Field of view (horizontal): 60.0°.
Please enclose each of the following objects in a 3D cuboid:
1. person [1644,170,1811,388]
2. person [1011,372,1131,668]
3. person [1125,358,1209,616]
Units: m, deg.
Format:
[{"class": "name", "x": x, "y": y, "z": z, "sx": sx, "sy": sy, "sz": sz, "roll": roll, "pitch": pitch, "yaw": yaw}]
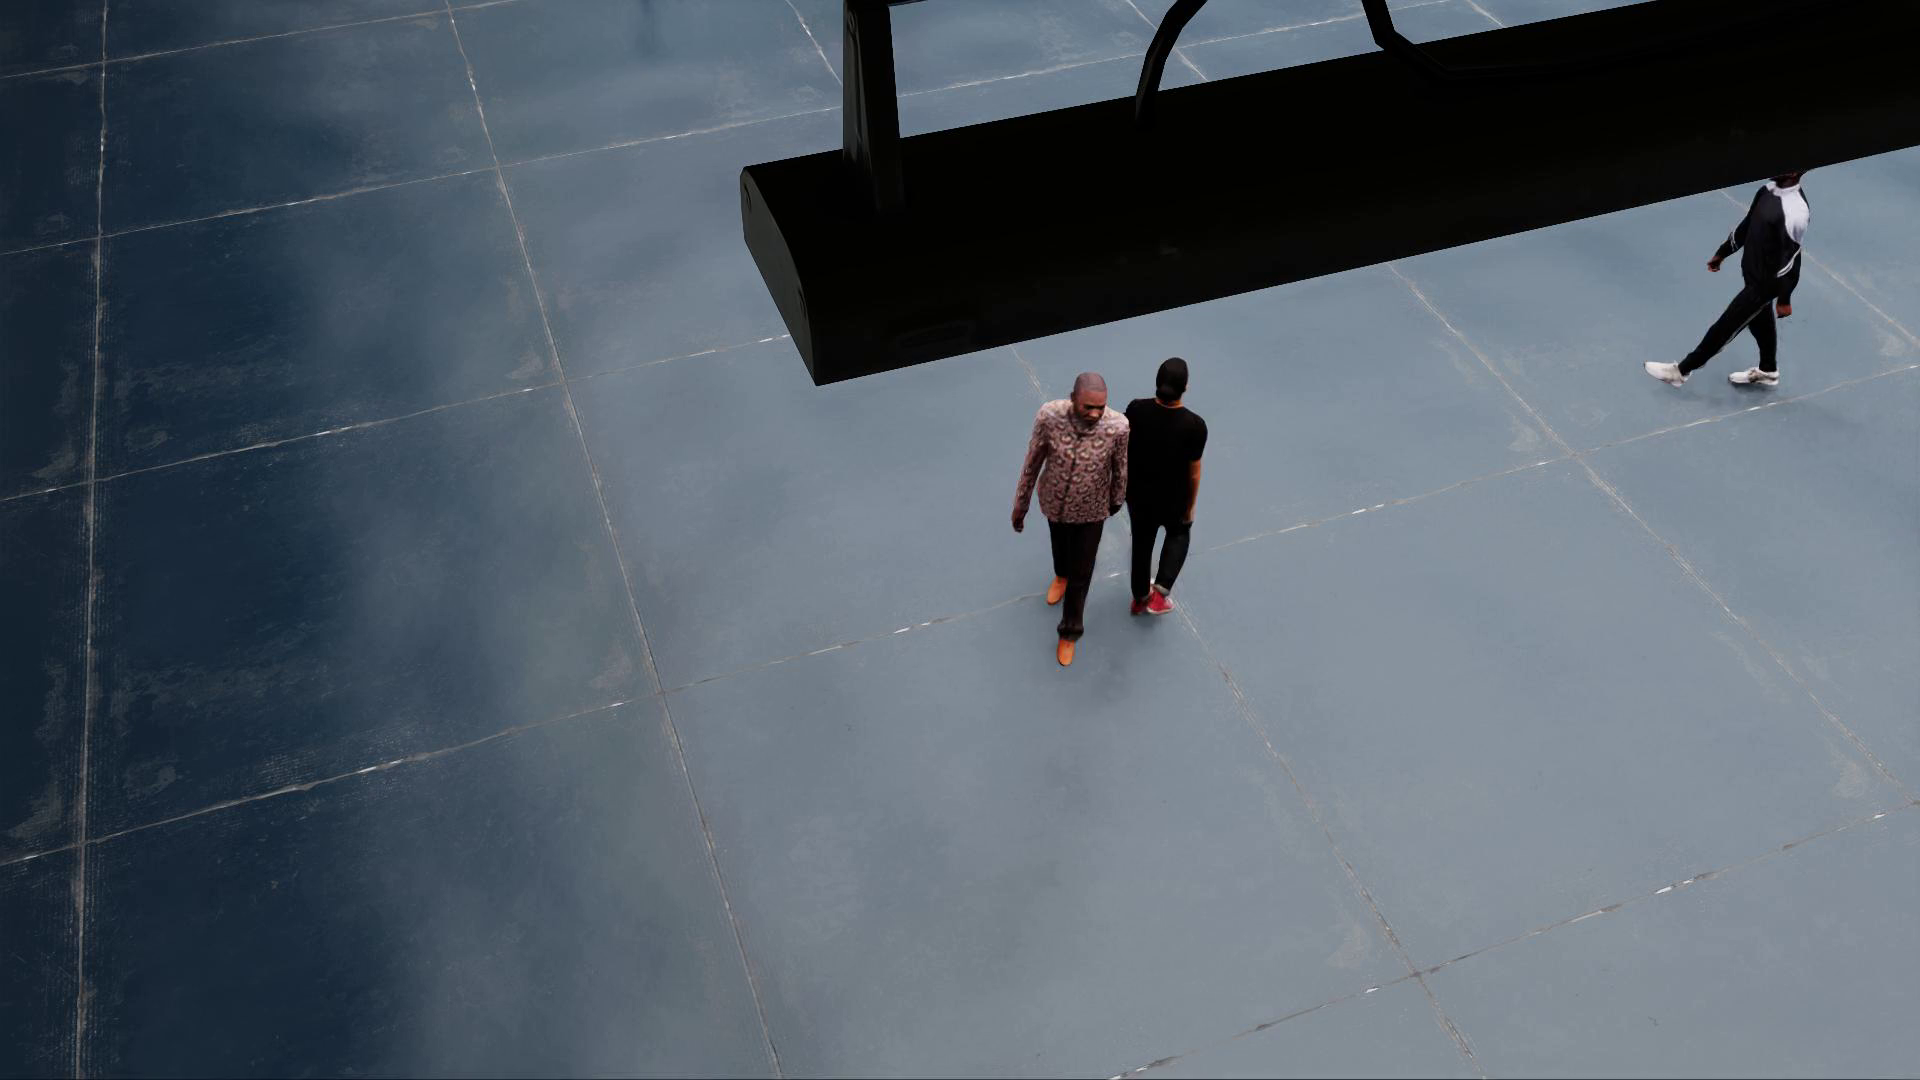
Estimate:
[{"class": "person", "x": 5.232, "y": -1.673, "z": 10.631, "sx": 1.147, "sy": 1.790, "sz": 1.207, "roll": 8, "pitch": 44, "yaw": 8}, {"class": "person", "x": 0.651, "y": -0.281, "z": 9.158, "sx": 1.107, "sy": 1.767, "sz": 1.209, "roll": 15, "pitch": 45, "yaw": 16}, {"class": "person", "x": 1.056, "y": -0.210, "z": 9.097, "sx": 0.781, "sy": 1.746, "sz": 0.839, "roll": 16, "pitch": 46, "yaw": 17}]
